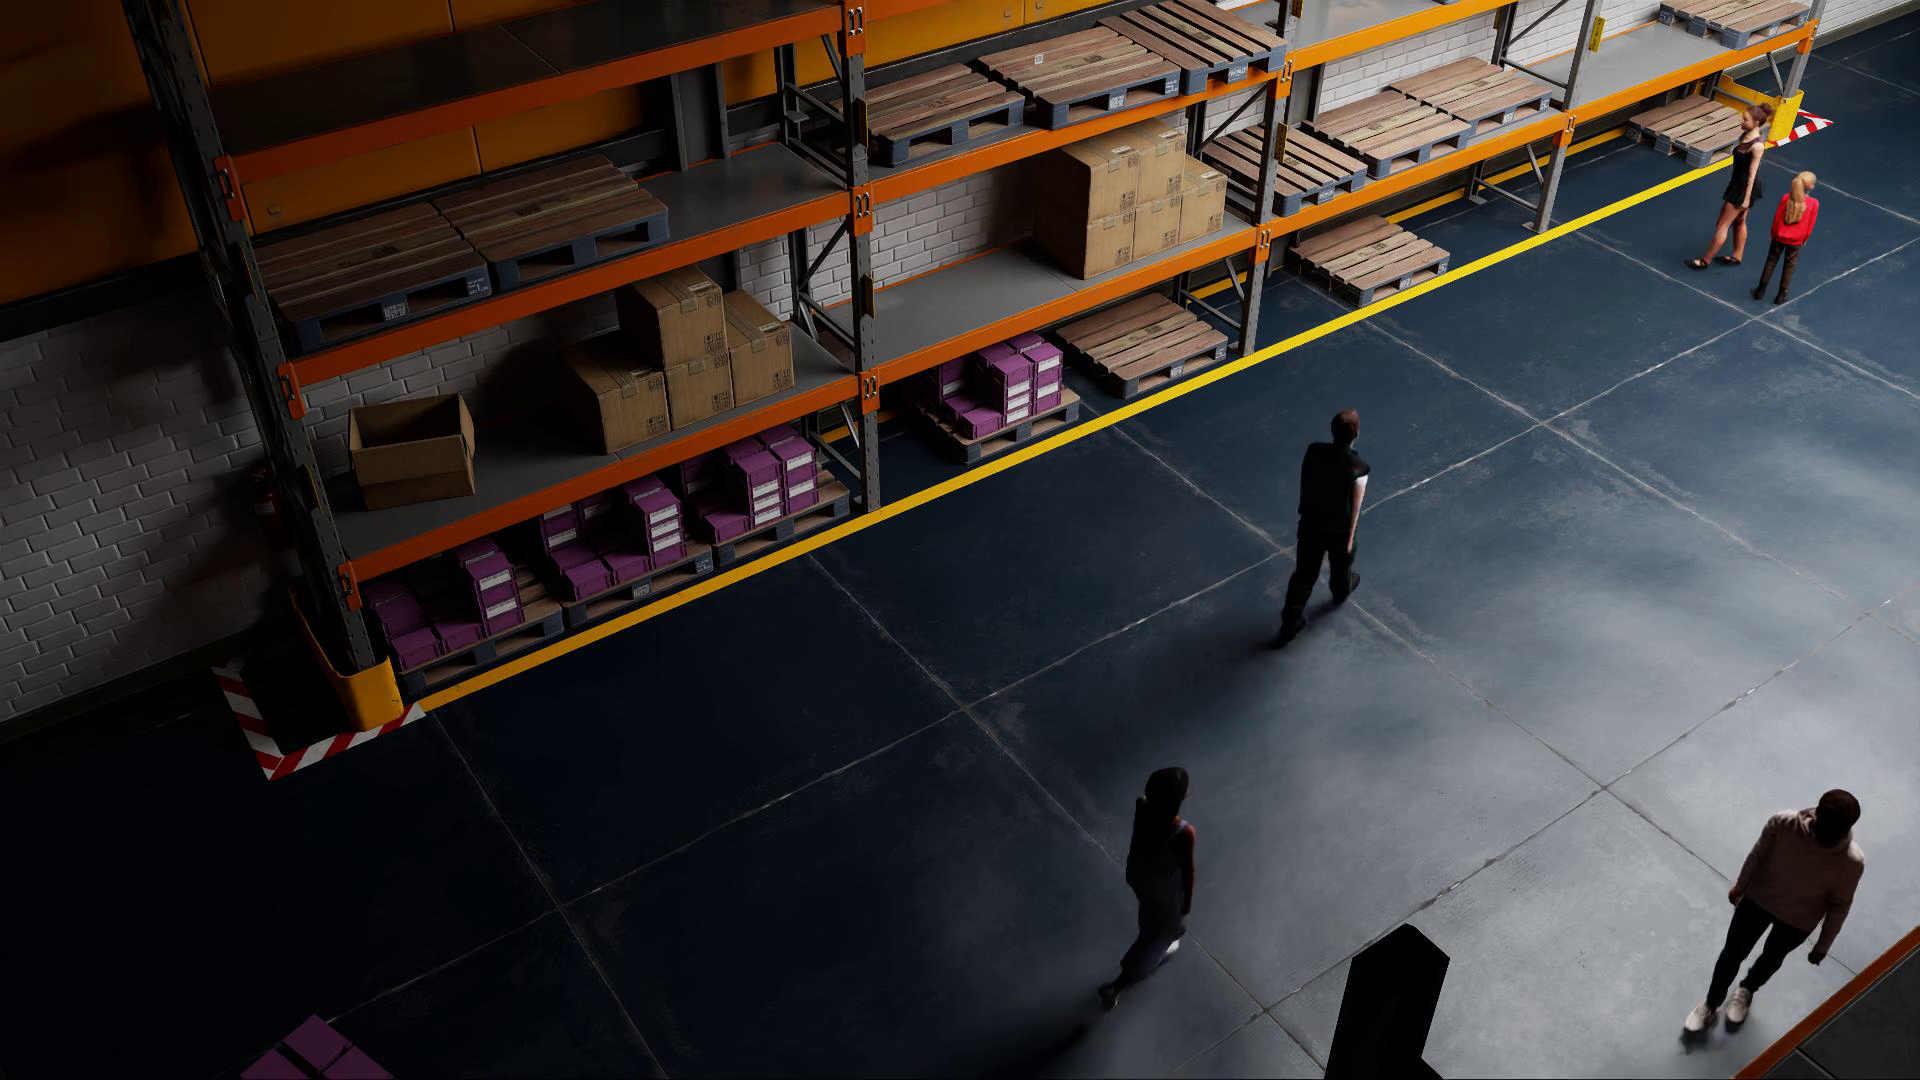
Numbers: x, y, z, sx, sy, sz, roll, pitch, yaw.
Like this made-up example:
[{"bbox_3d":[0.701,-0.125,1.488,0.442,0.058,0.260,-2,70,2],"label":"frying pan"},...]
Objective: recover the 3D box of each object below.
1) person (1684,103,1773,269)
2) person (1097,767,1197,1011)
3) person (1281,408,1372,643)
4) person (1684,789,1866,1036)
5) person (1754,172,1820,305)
[{"bbox_3d":[7.426,-3.312,15.688,0.910,1.663,0.846,6,39,7],"label":"person"},{"bbox_3d":[1.022,1.921,9.126,1.009,1.675,0.644,-29,47,-31],"label":"person"},{"bbox_3d":[2.498,-0.064,11.515,0.881,1.795,1.203,26,45,29],"label":"person"},{"bbox_3d":[4.481,1.932,8.980,0.825,1.839,0.895,27,46,30],"label":"person"},{"bbox_3d":[7.650,-2.796,15.348,0.562,1.281,0.583,21,43,24],"label":"person"}]
